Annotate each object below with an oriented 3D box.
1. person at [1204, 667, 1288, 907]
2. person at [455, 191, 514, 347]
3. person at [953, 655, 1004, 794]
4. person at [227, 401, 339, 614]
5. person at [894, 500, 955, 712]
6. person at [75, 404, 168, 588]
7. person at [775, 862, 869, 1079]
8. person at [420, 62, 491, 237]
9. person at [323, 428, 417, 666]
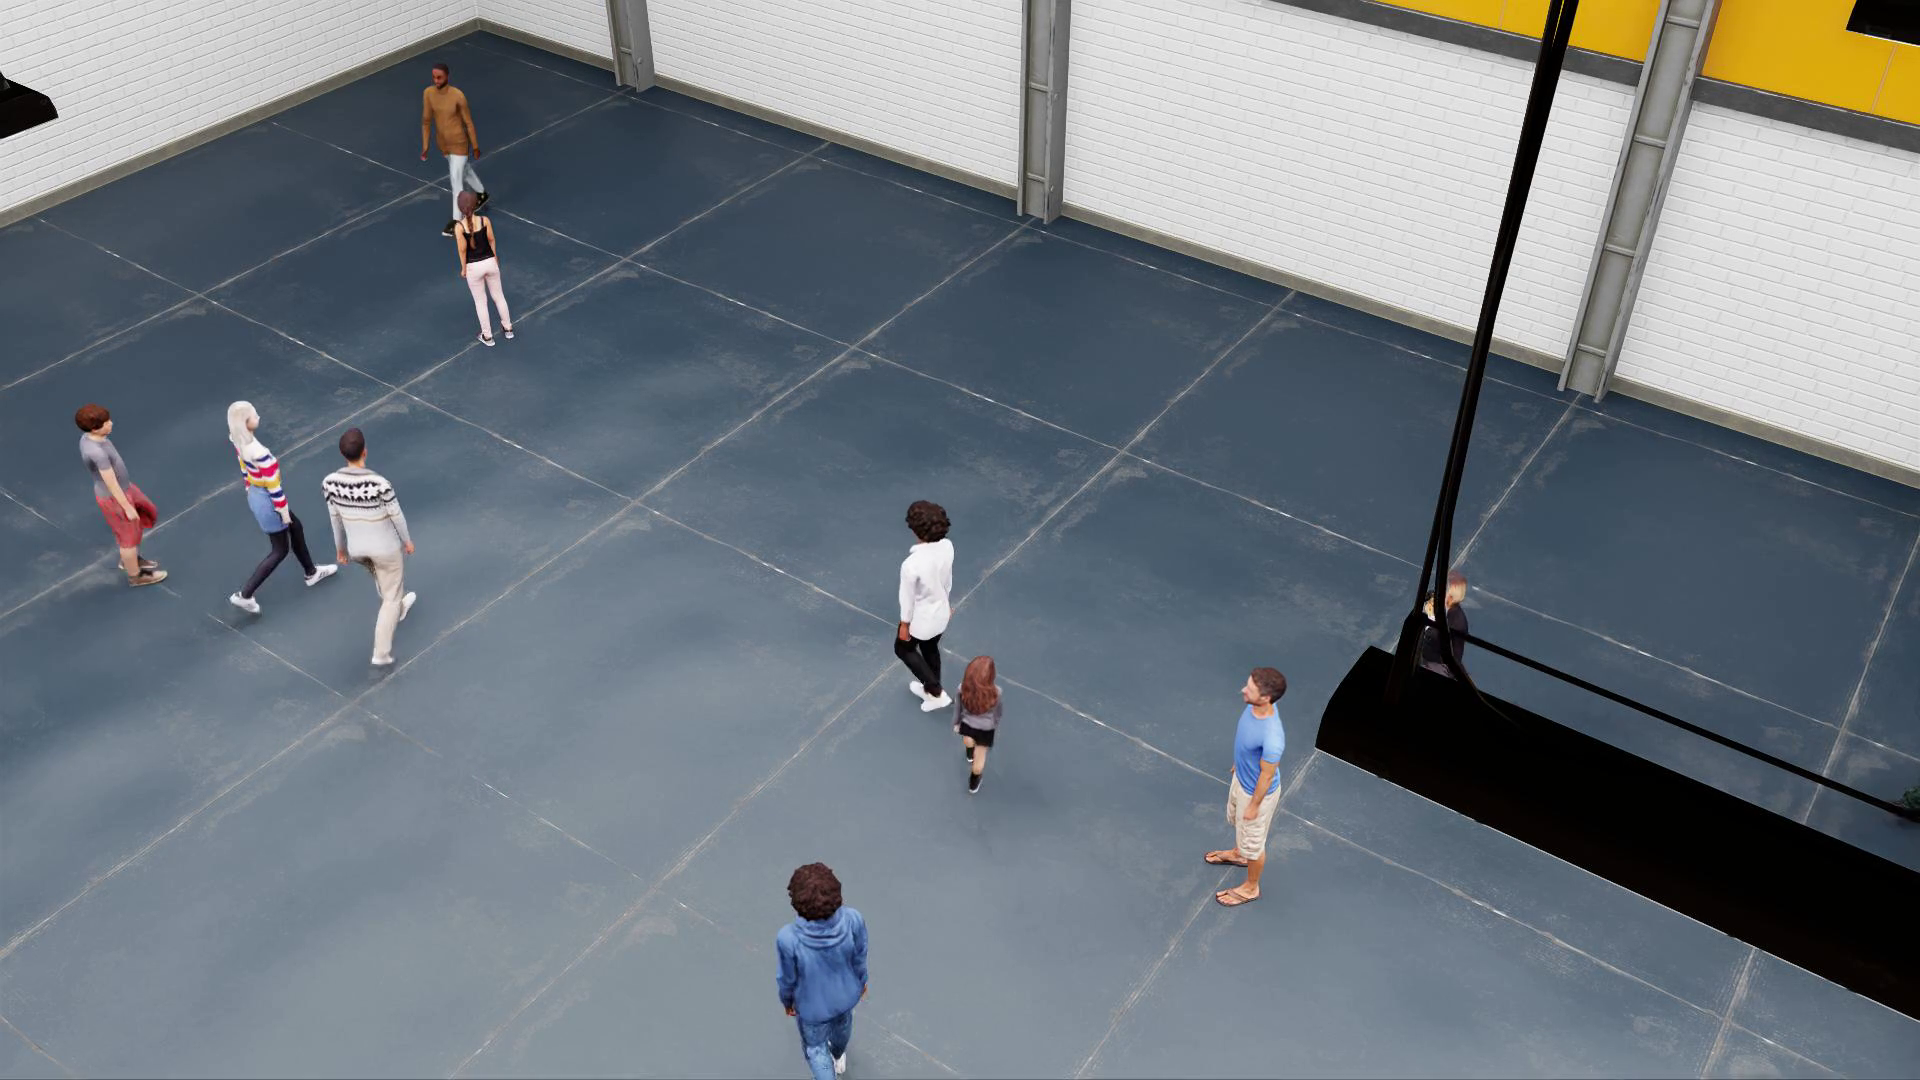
[{"bbox_3d":[1.828,1.491,10.300,0.778,1.864,0.735,-3,39,-4],"label":"person"},{"bbox_3d":[-4.492,-2.561,15.614,0.613,1.565,0.626,-22,44,-26],"label":"person"},{"bbox_3d":[0.122,1.262,11.219,0.704,1.076,0.696,6,39,7],"label":"person"},{"bbox_3d":[-5.289,-0.233,12.526,0.888,1.780,1.096,-28,47,-31],"label":"person"},{"bbox_3d":[-0.187,0.530,11.556,0.742,1.799,0.705,31,48,33],"label":"person"},{"bbox_3d":[-6.547,-0.310,12.736,0.791,1.639,0.713,-17,42,-20],"label":"person"},{"bbox_3d":[-0.704,2.515,9.080,1.021,1.787,1.155,-14,41,-16],"label":"person"},{"bbox_3d":[-5.271,-4.171,17.471,1.243,1.763,0.952,12,40,14],"label":"person"},{"bbox_3d":[-4.283,0.089,12.072,1.197,1.844,1.060,6,39,7],"label":"person"}]
